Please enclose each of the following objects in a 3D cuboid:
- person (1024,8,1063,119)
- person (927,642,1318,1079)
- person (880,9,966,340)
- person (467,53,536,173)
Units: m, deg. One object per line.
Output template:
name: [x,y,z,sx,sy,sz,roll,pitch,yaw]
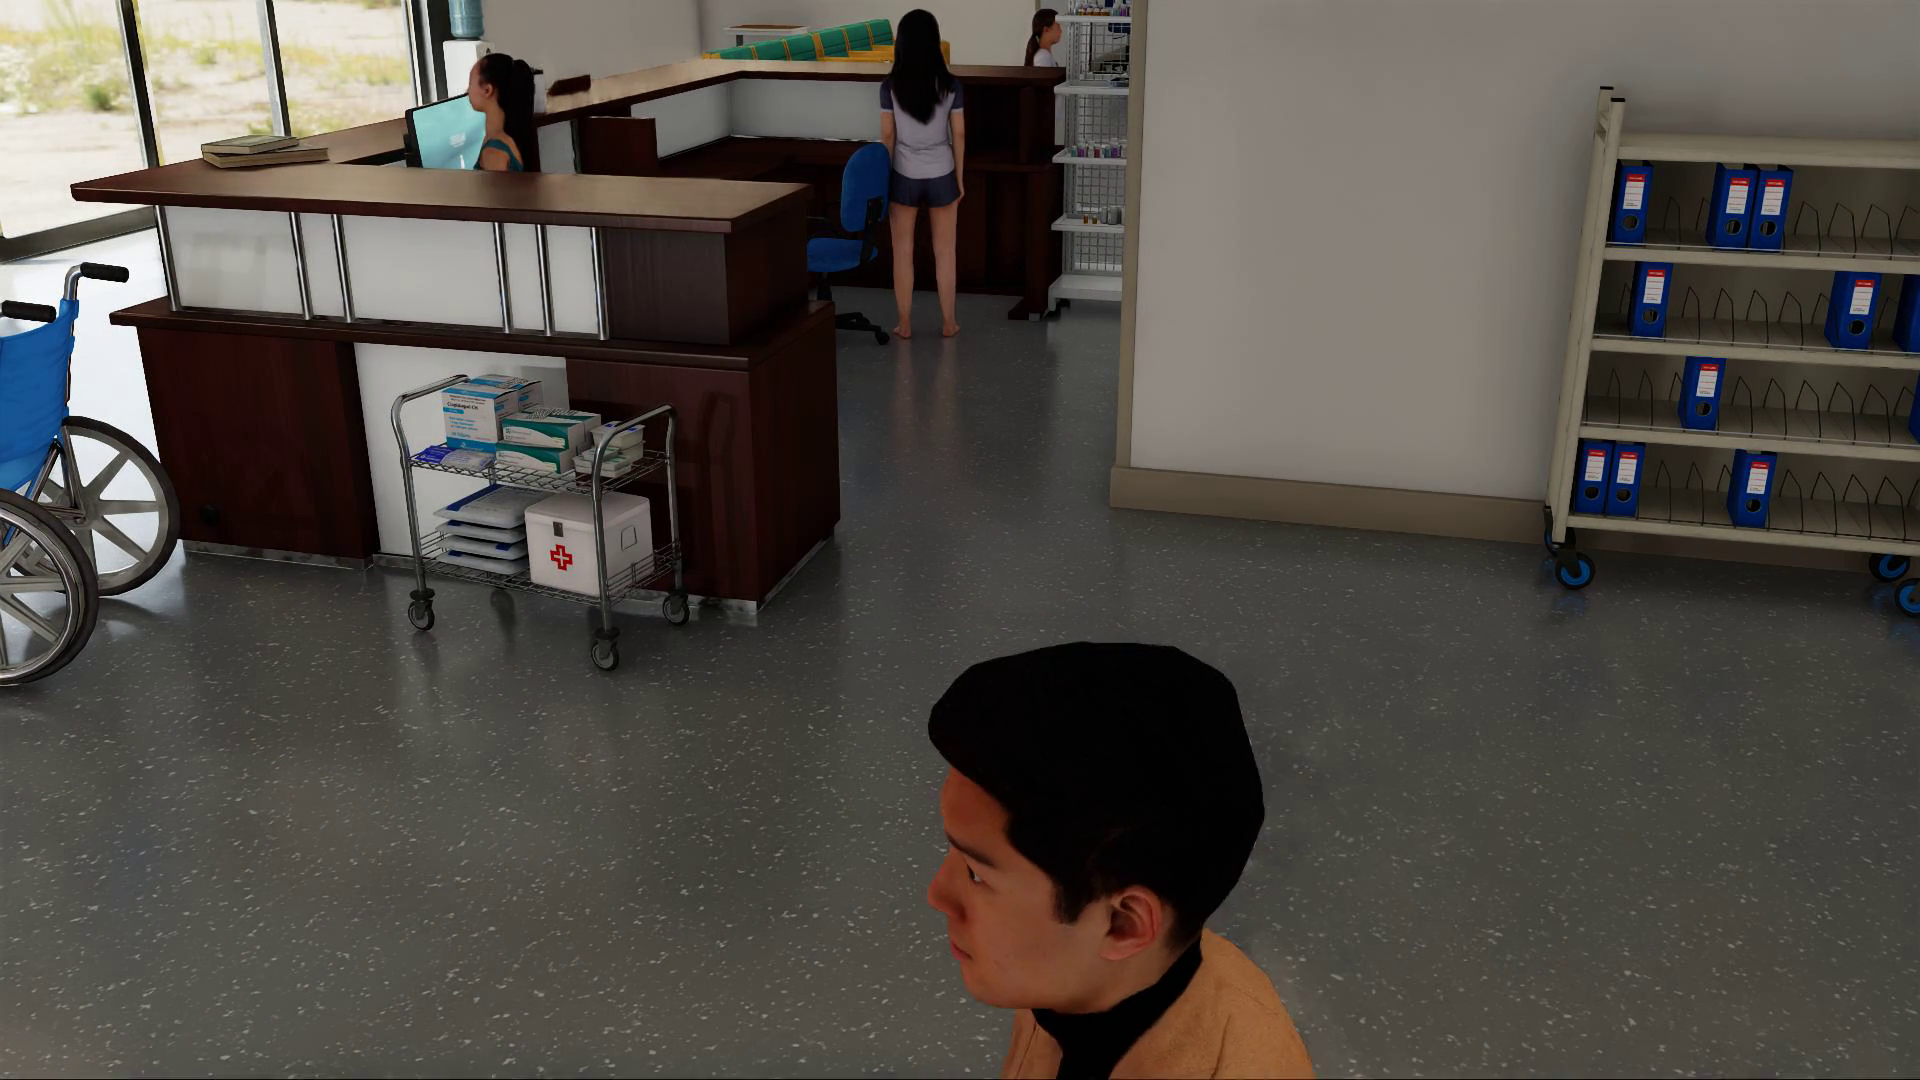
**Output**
person: [0.560,-2.926,11.678,0.601,1.561,0.589,-1,21,-3]
person: [0.240,0.868,1.403,1.051,1.702,0.816,1,21,2]
person: [-0.207,-1.933,8.850,0.567,1.707,0.718,-2,21,-4]
person: [-1.737,-1.016,6.458,0.581,1.687,0.610,-1,21,-3]
